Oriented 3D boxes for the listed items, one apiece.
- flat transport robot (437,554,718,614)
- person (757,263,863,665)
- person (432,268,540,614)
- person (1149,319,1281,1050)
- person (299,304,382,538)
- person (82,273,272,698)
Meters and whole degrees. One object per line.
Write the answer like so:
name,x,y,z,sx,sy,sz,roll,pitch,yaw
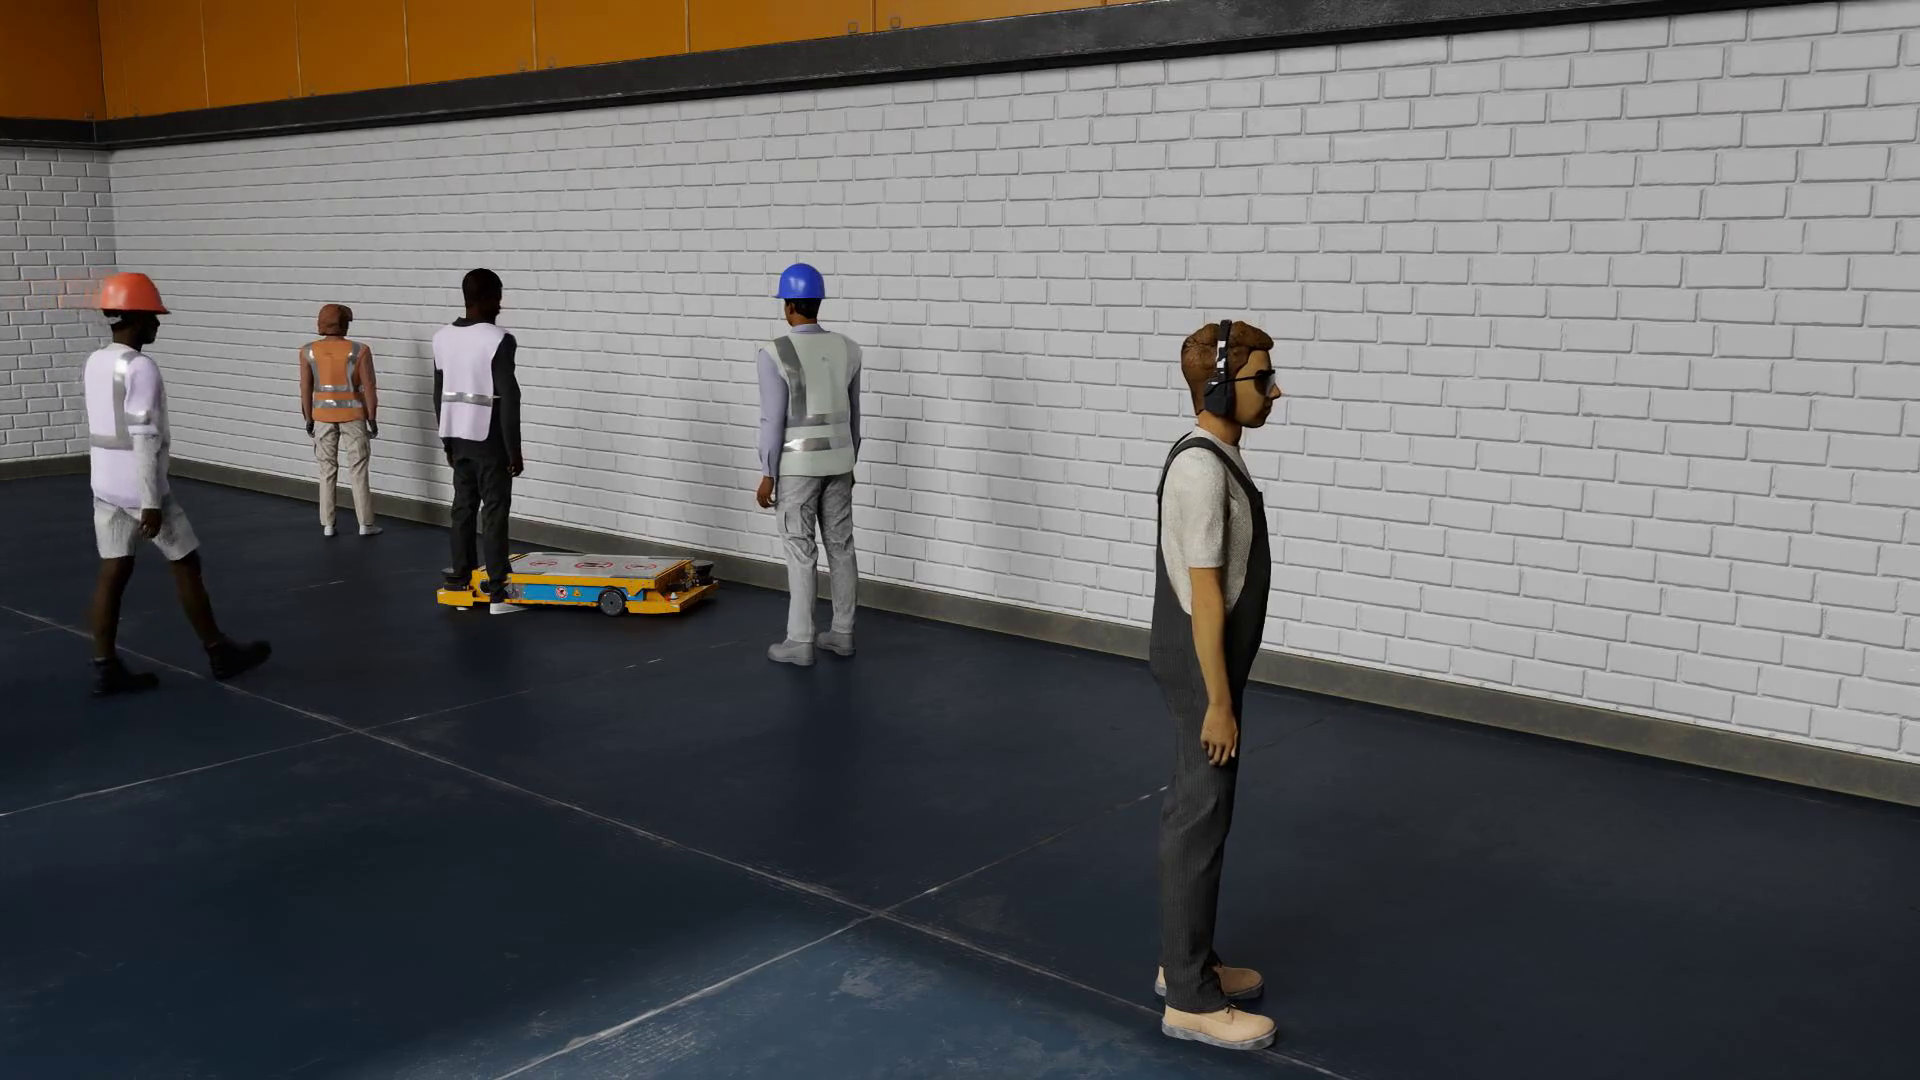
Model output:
flat transport robot,-2.166,0.234,9.484,1.431,0.197,0.652,2,10,11
person,-0.738,-0.364,8.113,0.605,1.949,0.402,-9,13,-42
person,-2.670,-0.541,9.234,0.590,1.911,0.396,6,12,30
person,0.658,0.362,4.278,0.346,1.846,0.505,1,10,6
person,-4.333,-0.826,11.634,0.516,1.636,0.314,0,10,-2
person,-3.648,-0.256,7.631,0.569,1.905,0.845,7,12,35
